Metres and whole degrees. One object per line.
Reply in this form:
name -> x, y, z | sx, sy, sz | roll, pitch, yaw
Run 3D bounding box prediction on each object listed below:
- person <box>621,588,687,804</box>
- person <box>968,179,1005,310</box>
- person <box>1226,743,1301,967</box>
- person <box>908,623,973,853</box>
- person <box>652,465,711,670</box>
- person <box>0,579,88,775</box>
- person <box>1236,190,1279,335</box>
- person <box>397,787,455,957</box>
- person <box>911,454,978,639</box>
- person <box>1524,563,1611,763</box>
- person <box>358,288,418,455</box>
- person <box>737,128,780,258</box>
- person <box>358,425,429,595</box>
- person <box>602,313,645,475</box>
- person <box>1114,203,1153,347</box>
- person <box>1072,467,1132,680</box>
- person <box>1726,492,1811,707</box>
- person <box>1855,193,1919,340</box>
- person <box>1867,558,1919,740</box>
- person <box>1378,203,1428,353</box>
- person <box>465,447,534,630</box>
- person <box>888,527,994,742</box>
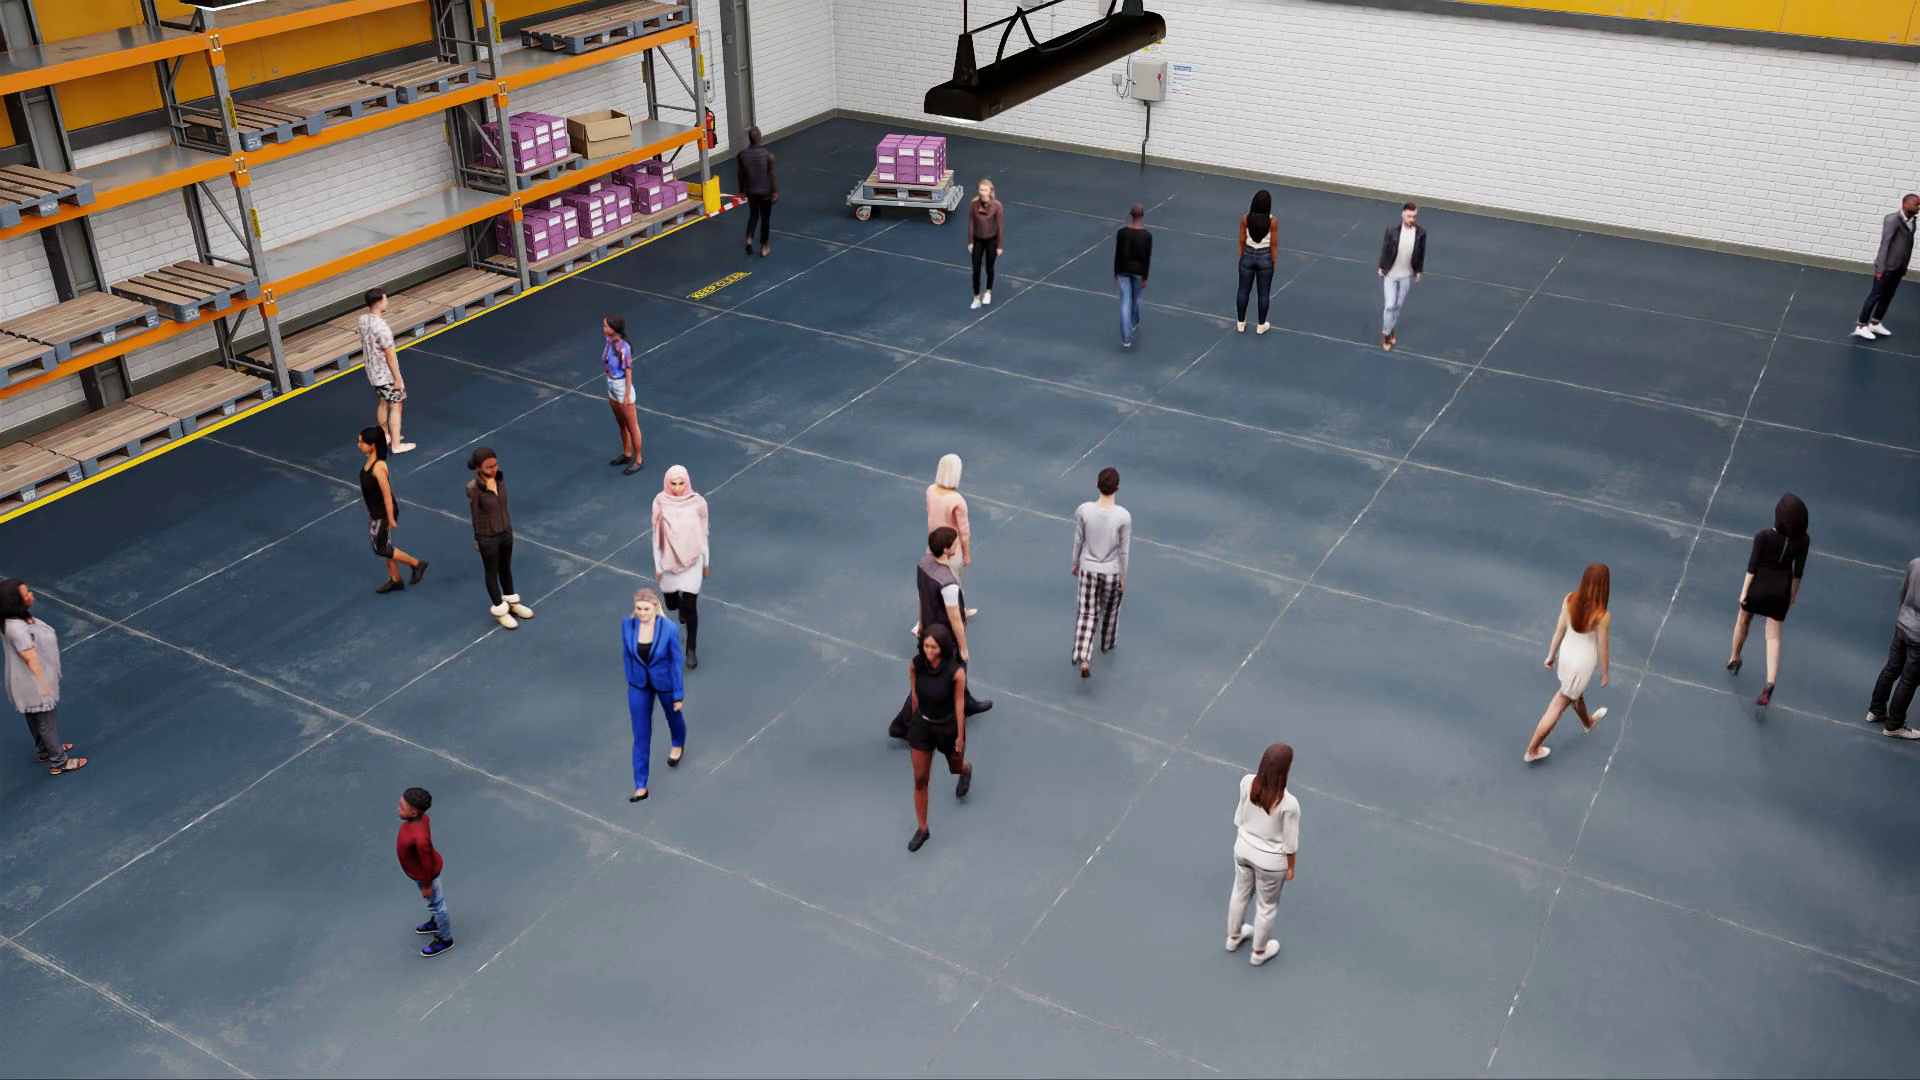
person -> -2.248, 1.068, 12.505 | 0.971, 1.651, 1.227 | 2, 29, 4
person -> 0.349, -3.867, 21.518 | 0.788, 1.684, 0.924 | 6, 29, 10
person -> 1.948, 2.020, 10.723 | 0.641, 1.686, 0.599 | 22, 36, 35
person -> -0.119, 1.338, 11.952 | 0.717, 1.708, 1.167 | 10, 30, 18
person -> -2.350, 0.170, 14.009 | 0.956, 1.788, 1.075 | -3, 29, -6
person -> -7.060, 1.023, 12.631 | 0.750, 1.609, 0.719 | -24, 37, -37
person -> 3.684, -3.456, 20.634 | 0.681, 1.809, 0.649 | 10, 30, 18
person -> -3.511, 2.148, 10.937 | 0.634, 1.256, 0.587 | -11, 30, -19
person -> -0.161, 0.098, 14.236 | 1.149, 1.697, 0.796 | -25, 37, -38
person -> 4.621, 0.979, 12.659 | 1.197, 1.661, 0.986 | -14, 32, -24
person -> -6.108, -1.787, 17.575 | 0.720, 1.809, 0.645 | 24, 37, 36
person -> -2.814, -4.779, 23.044 | 0.845, 1.824, 0.966 | 6, 29, 11
person -> -5.130, -0.278, 14.973 | 0.847, 1.650, 0.770 | -14, 32, -24
person -> -3.490, -1.535, 17.181 | 0.640, 1.742, 0.656 | -20, 35, -33
person -> 2.078, -3.202, 20.274 | 0.903, 1.708, 1.222 | 4, 29, 8
person -> 1.146, 0.301, 13.739 | 0.820, 1.816, 1.152 | 7, 29, 13
person -> 6.529, 0.510, 13.401 | 0.853, 1.773, 1.182 | 5, 29, 10
person -> 11.467, -3.398, 20.523 | 0.738, 1.813, 0.862 | -13, 31, -23
person -> 7.486, 0.728, 13.015 | 0.763, 1.761, 0.666 | -2, 29, -4
person -> 5.331, -3.274, 20.295 | 0.879, 1.814, 0.965 | -1, 29, -2
person -> -4.083, -0.056, 14.550 | 0.607, 1.666, 0.551 | 0, 29, 0
person -> -0.230, 0.767, 12.895 | 1.295, 1.807, 1.117 | -13, 31, -22
